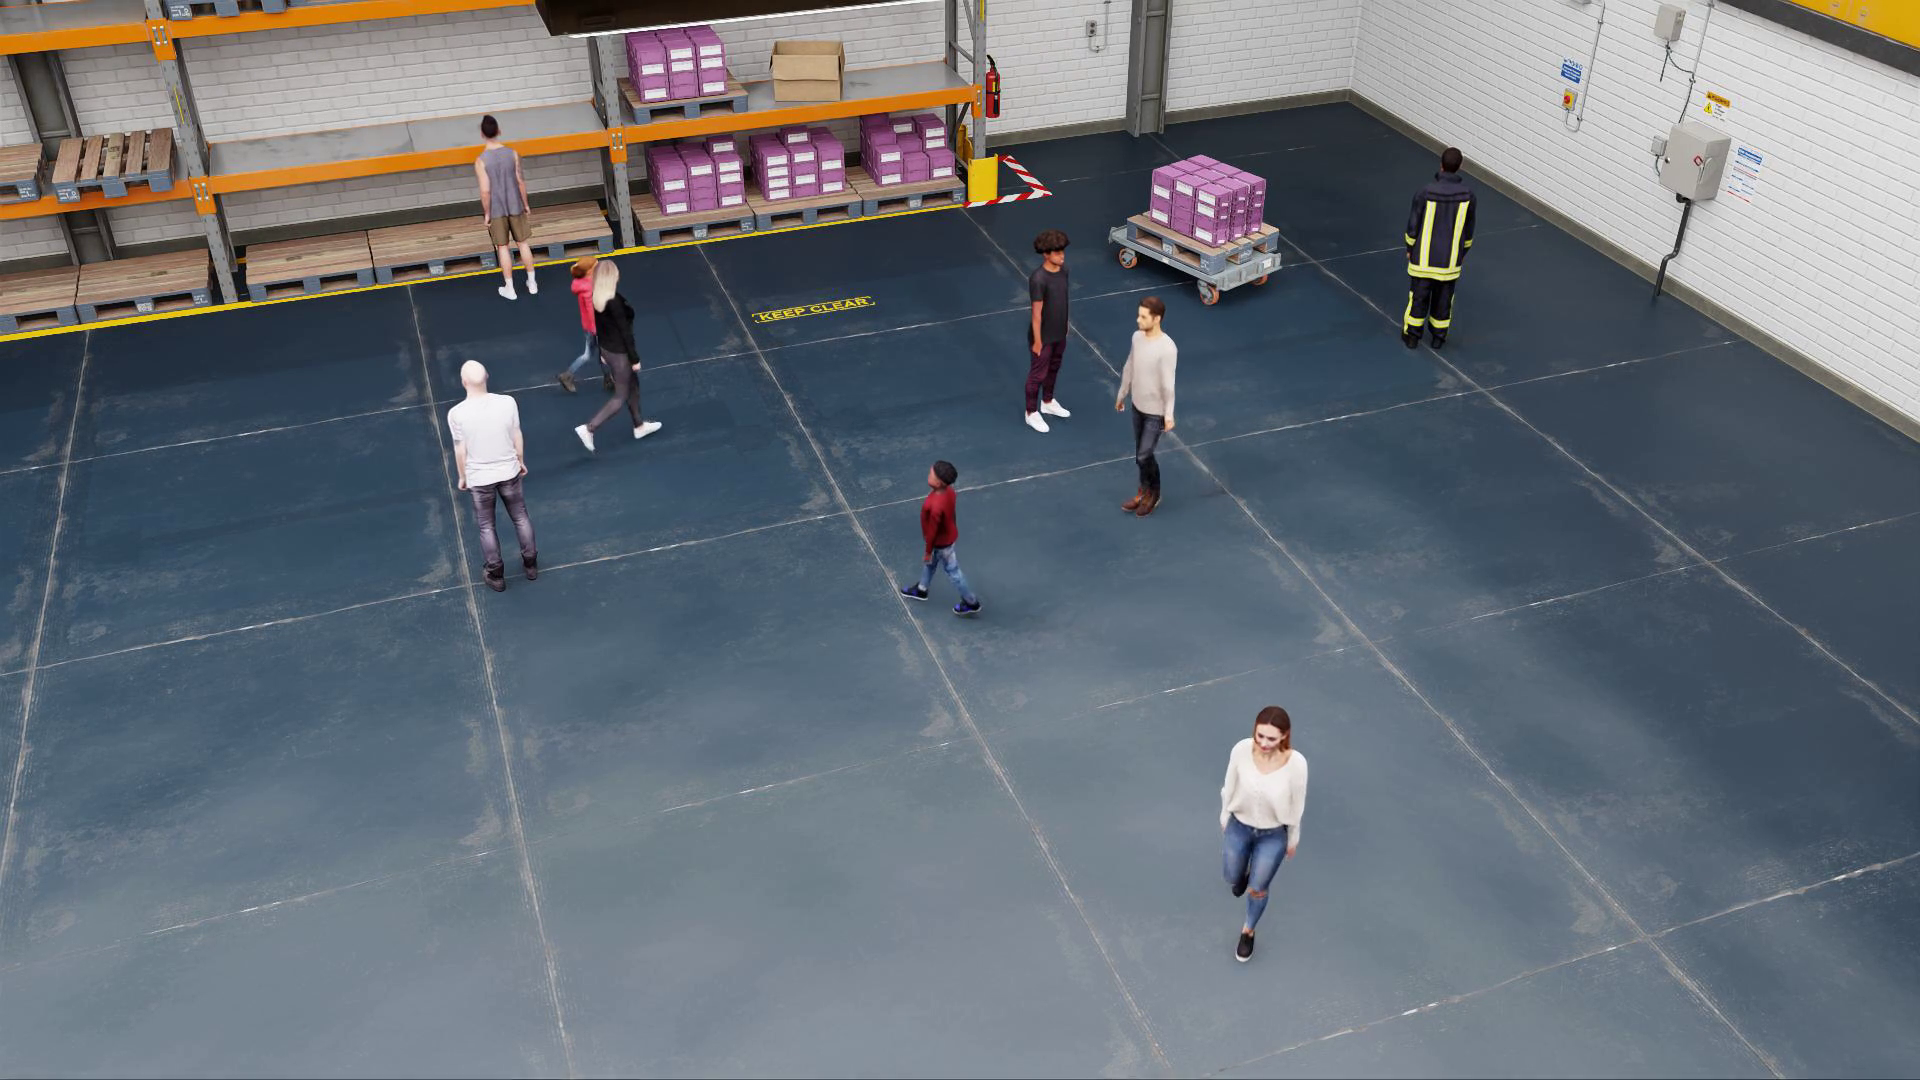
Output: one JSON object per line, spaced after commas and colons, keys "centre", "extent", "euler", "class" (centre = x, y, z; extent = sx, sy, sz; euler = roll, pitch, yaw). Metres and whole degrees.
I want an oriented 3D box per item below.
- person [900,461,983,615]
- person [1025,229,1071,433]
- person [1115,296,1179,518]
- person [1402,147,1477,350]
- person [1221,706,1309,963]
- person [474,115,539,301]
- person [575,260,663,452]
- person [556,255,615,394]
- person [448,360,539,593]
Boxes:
{"centre": [-0.070, 0.004, 11.945], "extent": [0.936, 1.228, 0.807], "euler": [9, 35, 13], "class": "person"}
{"centre": [0.755, -1.818, 14.188], "extent": [0.775, 1.781, 0.672], "euler": [22, 40, 30], "class": "person"}
{"centre": [1.546, -1.055, 12.973], "extent": [0.661, 1.856, 0.742], "euler": [-20, 38, -27], "class": "person"}
{"centre": [4.408, -2.681, 15.354], "extent": [0.806, 1.927, 0.945], "euler": [4, 34, 6], "class": "person"}
{"centre": [1.669, 1.557, 9.202], "extent": [0.888, 1.679, 0.938], "euler": [12, 35, 17], "class": "person"}
{"centre": [-4.469, -3.264, 16.334], "extent": [0.574, 1.841, 0.757], "euler": [-21, 39, -28], "class": "person"}
{"centre": [-2.910, -1.492, 13.802], "extent": [1.098, 1.665, 0.785], "euler": [-22, 40, -30], "class": "person"}
{"centre": [-3.319, -1.864, 14.699], "extent": [0.906, 1.291, 0.638], "euler": [-3, 34, -4], "class": "person"}
{"centre": [-3.408, -0.475, 12.121], "extent": [0.584, 1.832, 0.776], "euler": [-19, 38, -26], "class": "person"}
